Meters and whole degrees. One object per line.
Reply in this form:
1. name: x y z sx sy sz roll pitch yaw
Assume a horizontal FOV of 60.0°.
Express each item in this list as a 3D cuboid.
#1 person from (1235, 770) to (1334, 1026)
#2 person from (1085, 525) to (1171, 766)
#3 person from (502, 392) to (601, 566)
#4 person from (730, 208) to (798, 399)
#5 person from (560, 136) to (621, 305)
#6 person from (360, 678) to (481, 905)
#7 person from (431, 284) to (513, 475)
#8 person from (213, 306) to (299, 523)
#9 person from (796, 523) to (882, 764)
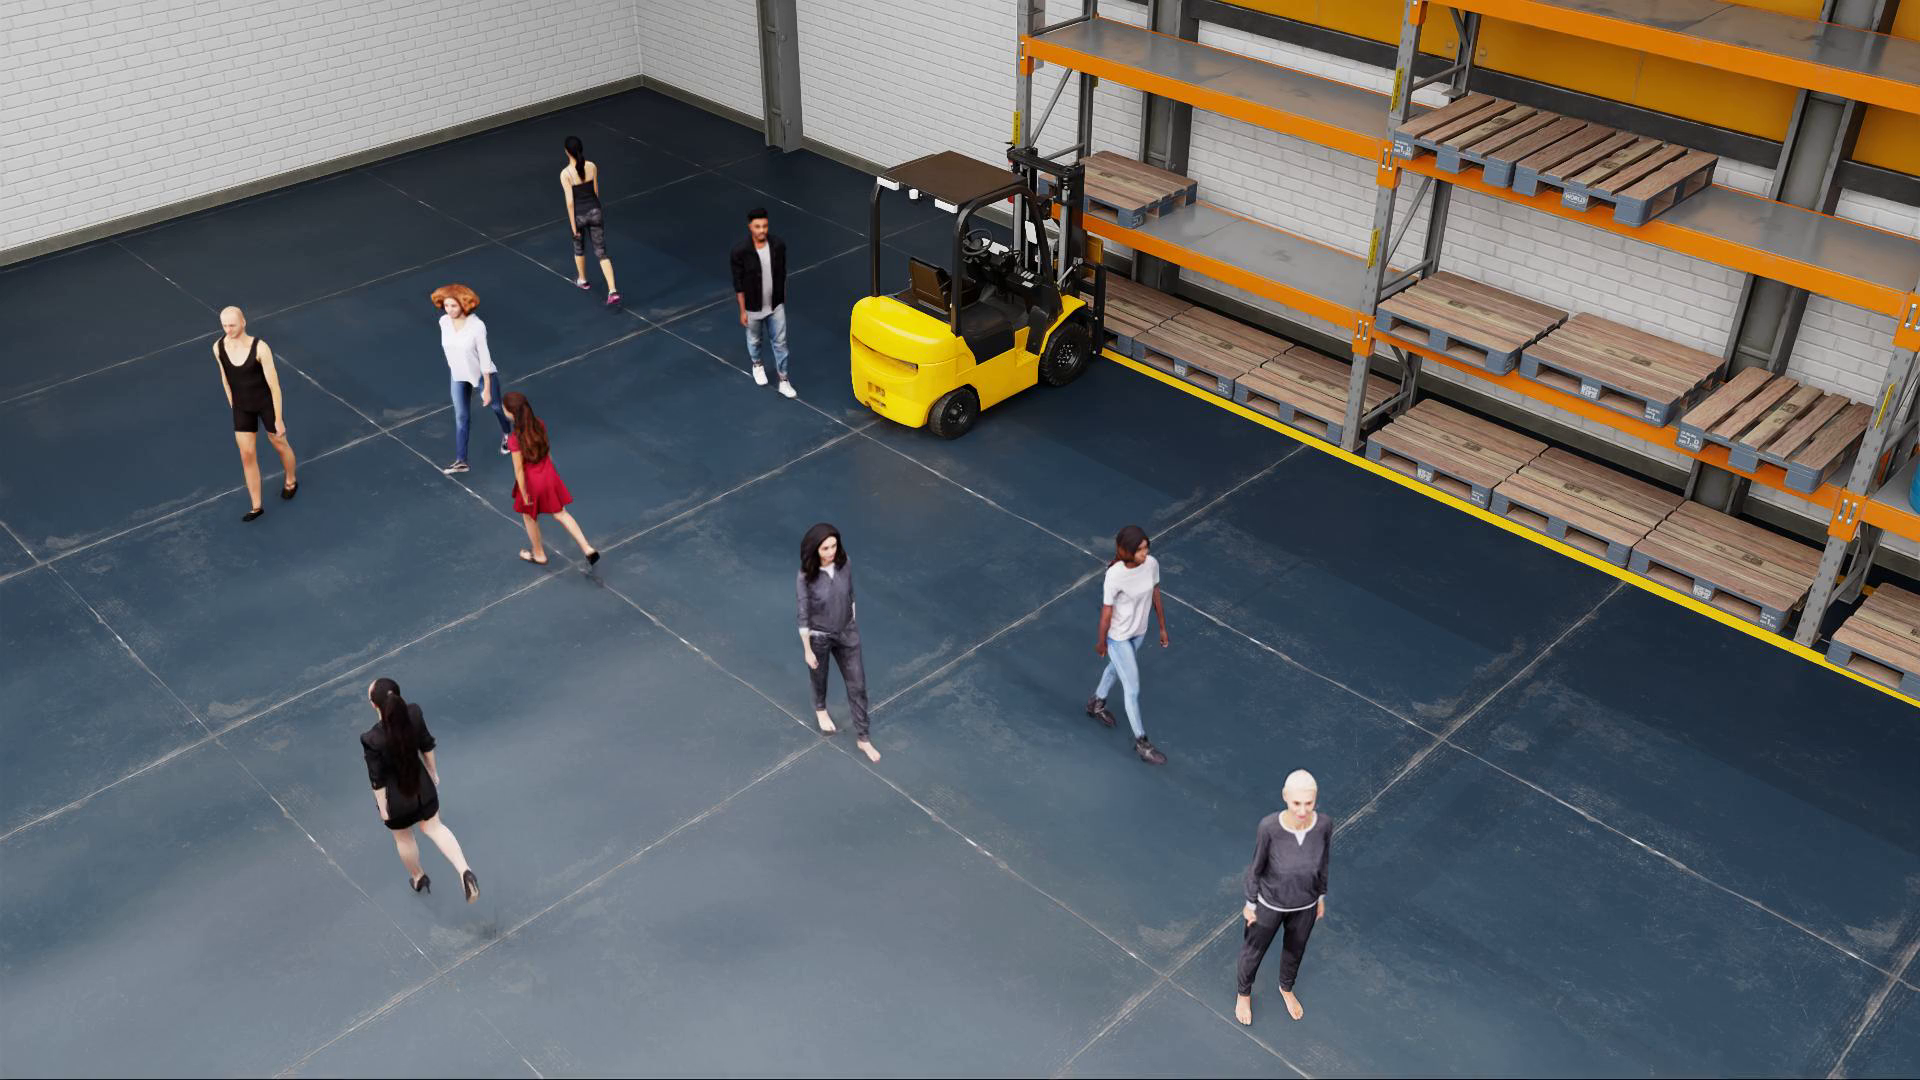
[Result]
1. person: 1.768 1.923 9.026 0.689 1.726 0.719 -4 34 -6
2. person: 1.048 0.601 11.050 0.586 1.687 1.042 -28 43 -36
3. person: -3.180 -0.432 12.751 0.984 1.525 0.638 26 41 33
4. person: -1.848 -2.234 15.227 0.932 1.783 1.105 -12 35 -17
5. person: -3.708 -3.183 16.742 0.731 1.687 1.183 -19 38 -26
6. person: -3.155 1.518 9.677 0.918 1.680 0.668 22 40 30
7. person: -4.083 -1.440 14.135 1.153 1.671 1.084 6 34 8
8. person: -5.672 -1.114 13.538 1.033 1.789 1.072 2 34 4
9. person: -0.918 0.585 11.032 0.762 1.733 1.032 -18 38 -25
